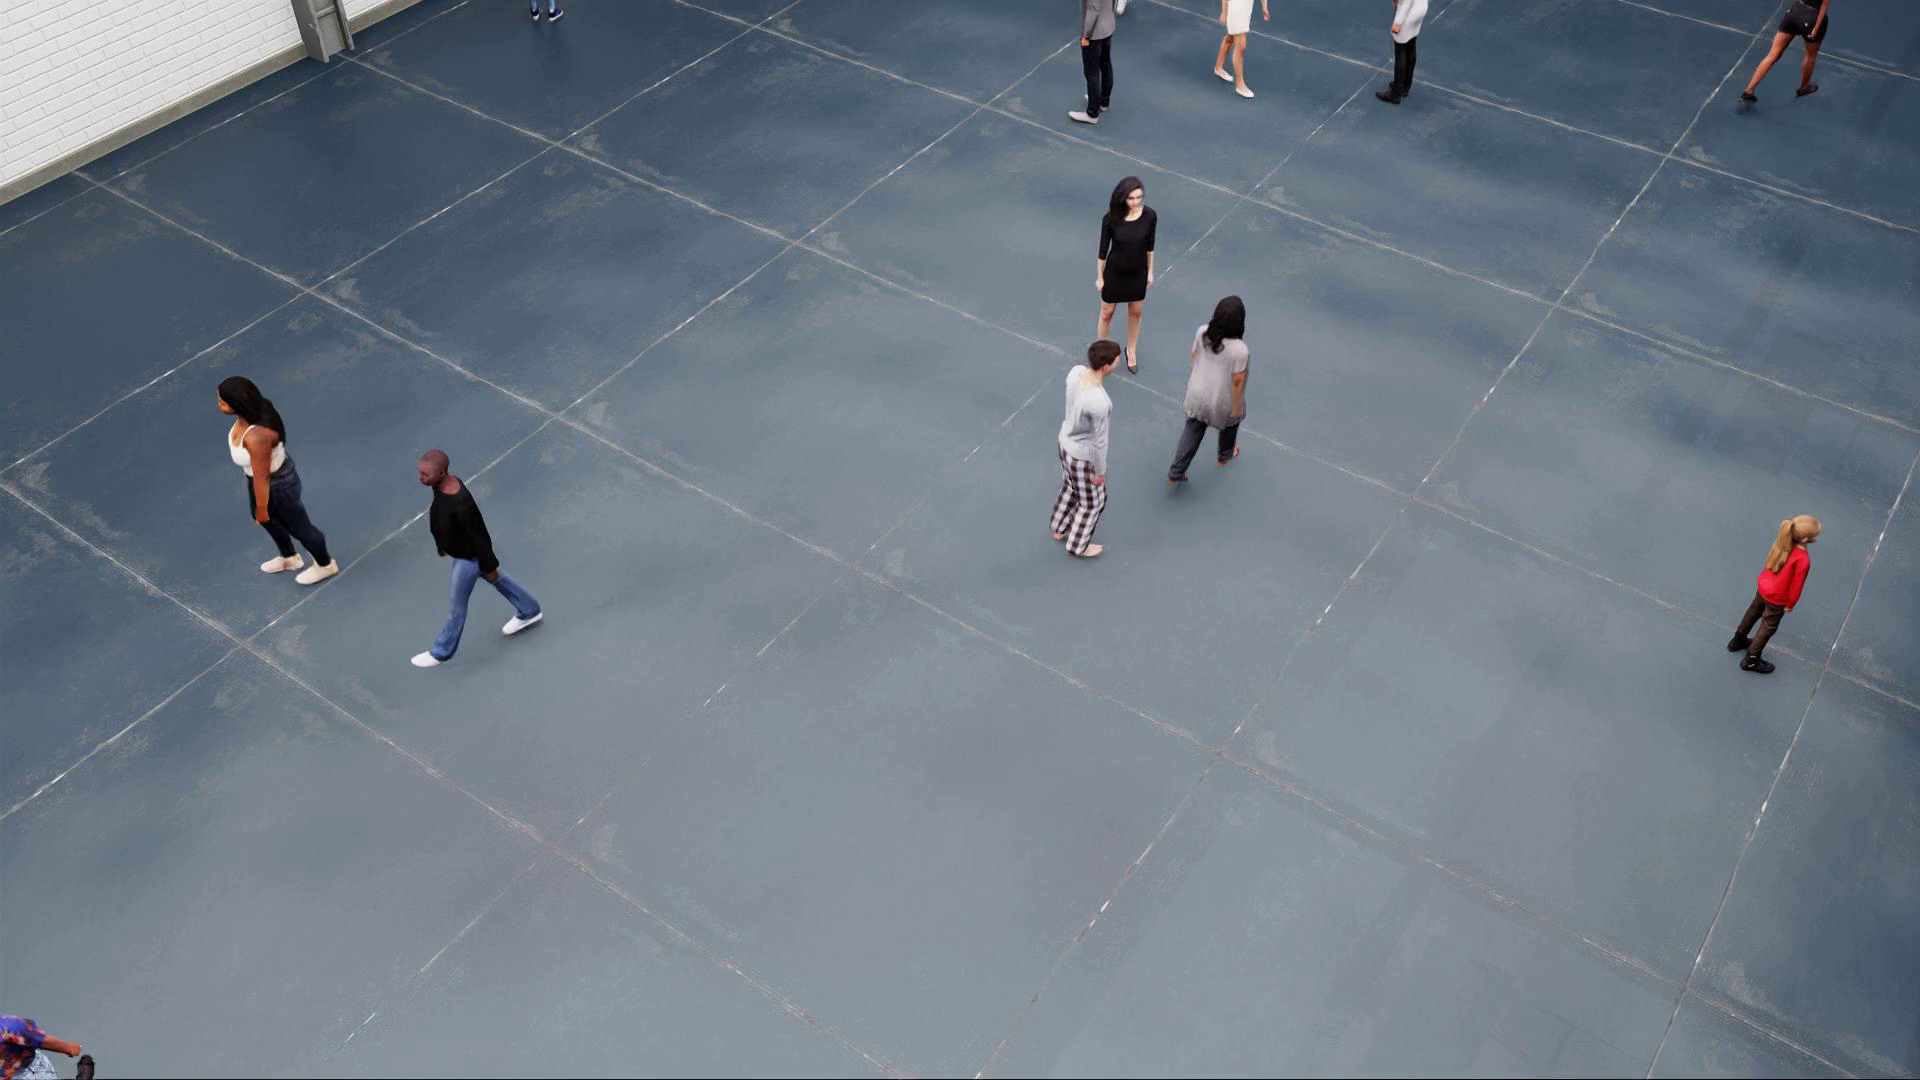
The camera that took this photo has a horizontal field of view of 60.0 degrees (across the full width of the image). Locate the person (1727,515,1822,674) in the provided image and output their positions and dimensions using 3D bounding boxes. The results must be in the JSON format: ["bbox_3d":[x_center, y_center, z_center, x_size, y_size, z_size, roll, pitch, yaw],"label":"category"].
[{"bbox_3d":[5.347,0.329,10.885,0.647,1.281,0.582,-4,44,-4],"label":"person"}]

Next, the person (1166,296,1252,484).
[{"bbox_3d":[1.815,-1.052,12.114,0.669,1.585,1.007,29,51,27],"label":"person"}]

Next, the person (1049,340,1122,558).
[{"bbox_3d":[0.827,-0.627,11.489,0.775,1.833,0.751,-16,46,-16],"label":"person"}]

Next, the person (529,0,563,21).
[{"bbox_3d":[-4.531,-6.194,17.755,0.578,1.250,0.594,8,44,8],"label":"person"}]

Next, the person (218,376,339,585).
[{"bbox_3d":[-4.540,-0.406,11.284,0.897,1.794,0.837,-17,46,-17],"label":"person"}]

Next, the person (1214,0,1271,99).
[{"bbox_3d":[2.724,-5.331,16.535,0.945,1.683,0.827,-28,50,-26],"label":"person"}]

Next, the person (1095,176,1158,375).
[{"bbox_3d":[1.294,-2.056,13.010,0.661,1.803,0.703,-4,44,-5],"label":"person"}]

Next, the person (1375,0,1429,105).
[{"bbox_3d":[4.412,-5.148,16.256,0.723,1.803,0.575,33,53,30],"label":"person"}]

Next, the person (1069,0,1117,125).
[{"bbox_3d":[1.325,-4.919,15.966,0.743,1.871,0.544,23,48,22],"label":"person"}]

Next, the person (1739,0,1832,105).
[{"bbox_3d":[8.116,-4.984,16.163,1.275,1.694,0.990,-20,47,-20],"label":"person"}]

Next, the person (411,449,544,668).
[{"bbox_3d":[-3.139,0.054,10.872,1.230,1.698,0.876,-26,49,-25],"label":"person"}]
